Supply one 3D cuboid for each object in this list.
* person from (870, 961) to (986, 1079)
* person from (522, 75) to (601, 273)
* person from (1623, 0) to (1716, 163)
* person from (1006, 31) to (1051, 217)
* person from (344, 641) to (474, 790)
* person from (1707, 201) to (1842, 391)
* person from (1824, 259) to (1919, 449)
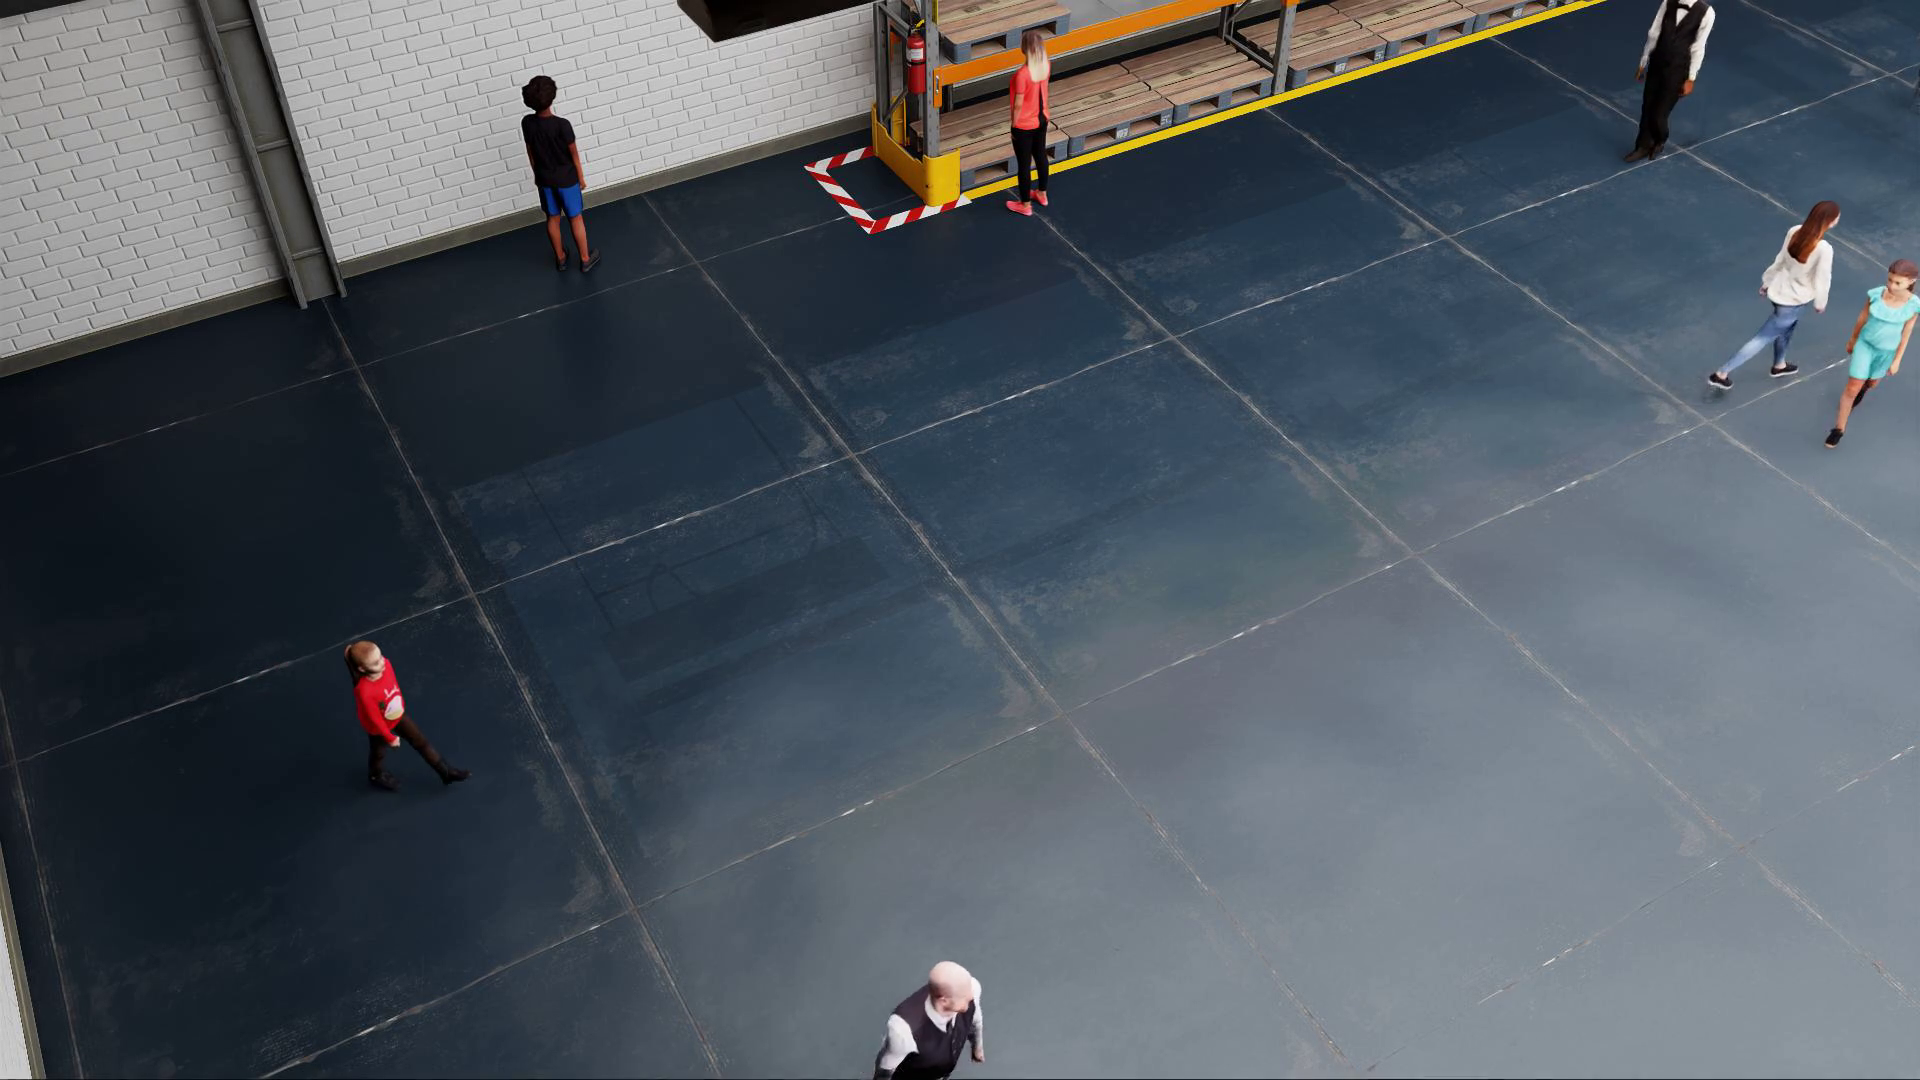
[{"bbox_3d":[-0.230,2.537,8.112,0.882,1.784,0.913,-31,52,-29],"label":"person"},{"bbox_3d":[-3.389,-3.061,13.978,0.690,1.799,0.766,5,44,5],"label":"person"},{"bbox_3d":[6.562,-4.347,15.251,0.757,1.904,0.753,-29,51,-27],"label":"person"},{"bbox_3d":[0.633,-3.691,14.716,0.712,1.693,0.583,30,51,28],"label":"person"},{"bbox_3d":[-3.521,1.076,10.034,0.931,1.248,0.873,10,45,10],"label":"person"},{"bbox_3d":[6.289,-1.810,12.772,1.170,1.651,0.856,-7,44,-8],"label":"person"},{"bbox_3d":[6.912,-1.463,12.503,0.874,1.519,1.142,23,48,22],"label":"person"}]
